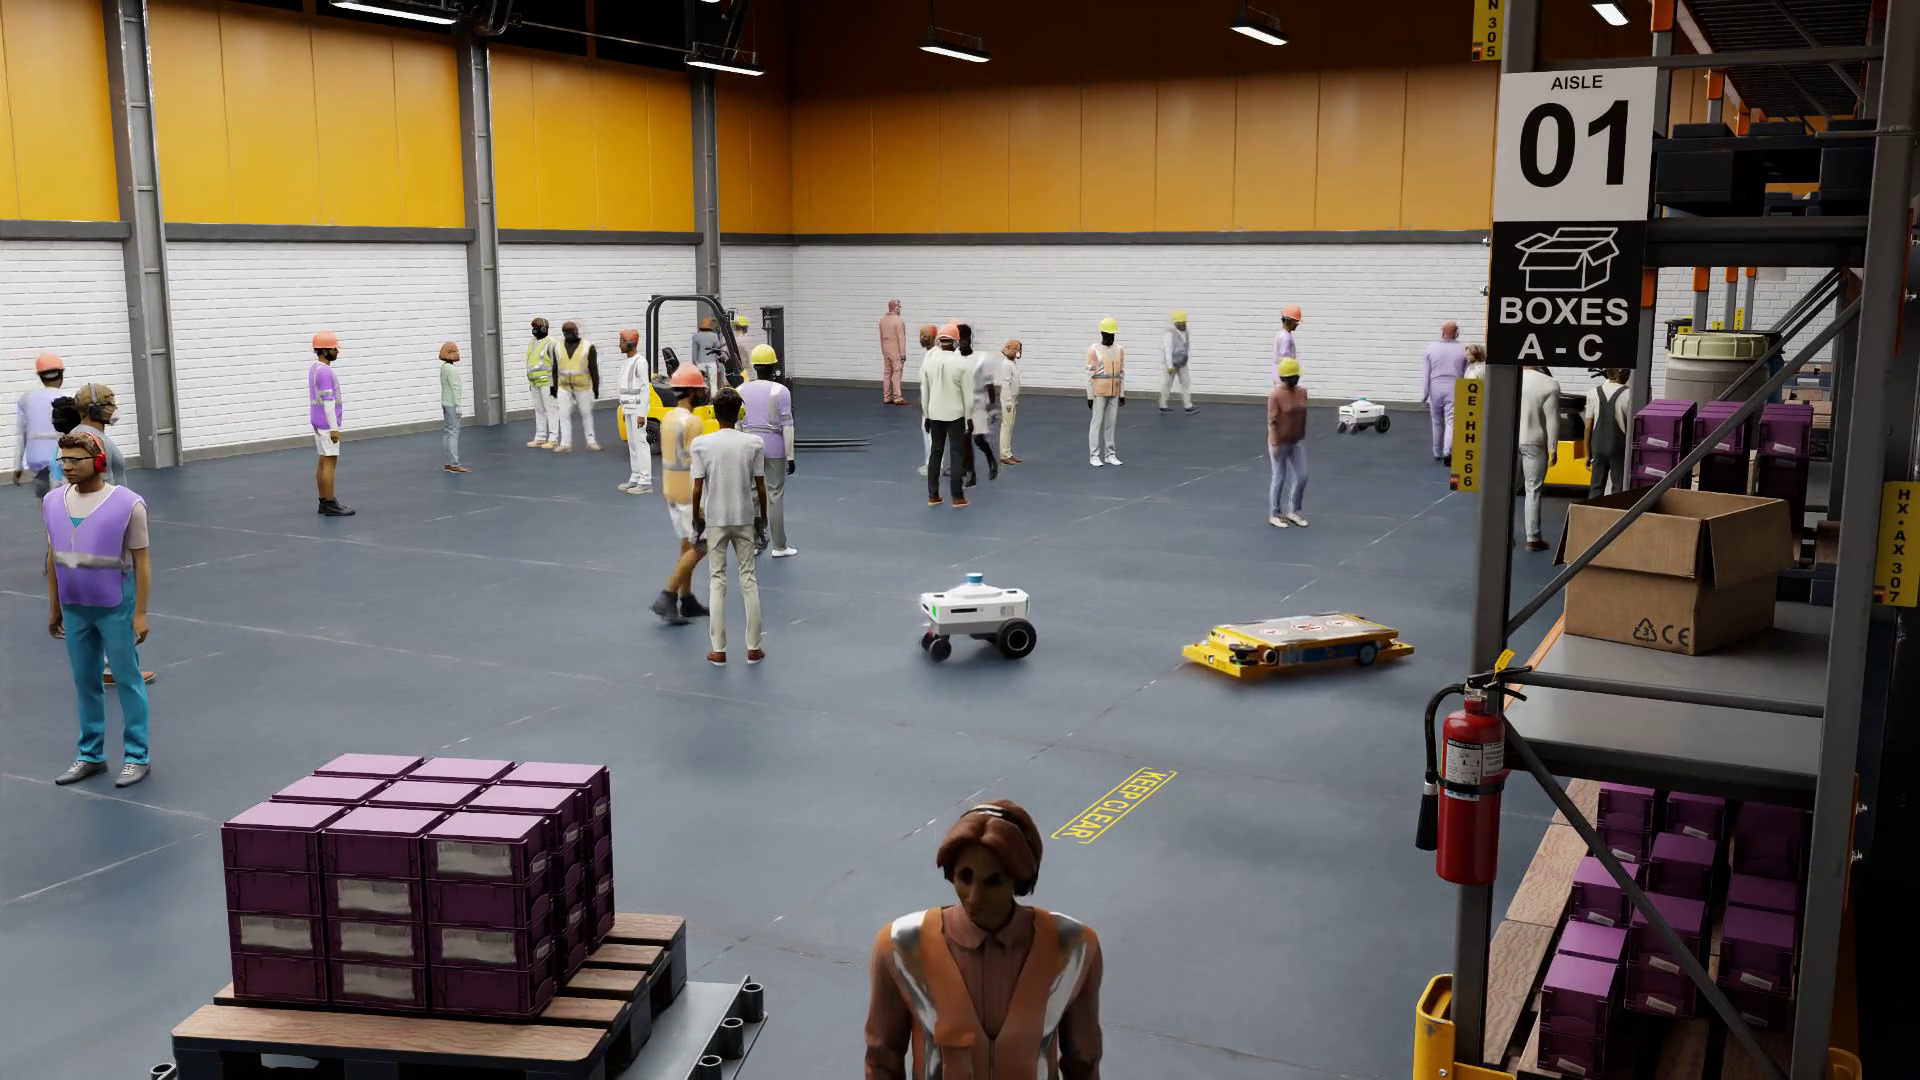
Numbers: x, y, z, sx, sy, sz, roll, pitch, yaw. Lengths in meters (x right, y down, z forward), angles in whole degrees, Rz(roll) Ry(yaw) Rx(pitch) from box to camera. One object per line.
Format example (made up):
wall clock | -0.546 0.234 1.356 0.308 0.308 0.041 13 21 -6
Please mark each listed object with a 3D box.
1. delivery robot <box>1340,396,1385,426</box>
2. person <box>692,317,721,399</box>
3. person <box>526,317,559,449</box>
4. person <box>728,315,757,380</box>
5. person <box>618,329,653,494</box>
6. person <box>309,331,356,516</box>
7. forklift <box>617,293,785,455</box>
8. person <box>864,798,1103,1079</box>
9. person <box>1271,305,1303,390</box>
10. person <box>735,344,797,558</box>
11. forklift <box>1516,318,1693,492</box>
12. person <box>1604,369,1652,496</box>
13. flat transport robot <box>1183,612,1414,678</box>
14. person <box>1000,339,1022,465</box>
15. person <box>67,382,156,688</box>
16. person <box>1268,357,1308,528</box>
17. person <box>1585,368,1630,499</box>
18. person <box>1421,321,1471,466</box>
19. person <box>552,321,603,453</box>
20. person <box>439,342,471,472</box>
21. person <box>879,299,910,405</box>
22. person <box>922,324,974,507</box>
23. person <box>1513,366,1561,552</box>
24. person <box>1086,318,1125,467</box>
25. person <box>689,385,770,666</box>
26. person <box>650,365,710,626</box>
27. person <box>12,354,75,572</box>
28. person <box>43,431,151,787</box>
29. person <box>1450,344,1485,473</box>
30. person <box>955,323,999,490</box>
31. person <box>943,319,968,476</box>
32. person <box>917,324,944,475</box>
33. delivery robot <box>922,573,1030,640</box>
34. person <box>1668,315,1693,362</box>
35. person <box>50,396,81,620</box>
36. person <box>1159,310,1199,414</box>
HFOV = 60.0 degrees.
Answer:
delivery robot | 6.136 -1.948 25.380 0.707 0.478 0.477 -6 12 -32
person | -4.407 -3.057 28.950 0.508 1.632 0.264 -1 10 -4
person | -5.883 -2.208 23.436 0.624 1.844 0.429 8 13 40
person | -3.444 -2.691 26.485 0.528 1.750 0.537 -8 12 -37
person | -3.725 -1.468 19.031 0.337 1.881 0.584 -6 11 -30
person | -6.604 -1.218 17.420 0.360 1.939 0.543 -6 12 -32
forklift | -3.588 -2.317 23.042 2.313 2.155 1.214 -1 10 -5
person | 0.050 1.333 3.524 0.513 1.637 0.313 -1 10 -5
person | 4.494 -2.208 22.886 0.409 2.031 0.609 1 10 6
person | -1.753 -0.798 15.013 0.587 1.930 0.355 4 11 22
forklift | 7.066 -1.601 18.899 2.313 2.155 1.214 5 11 27
person | 6.378 -0.933 15.864 0.643 1.910 0.399 -8 13 -39
flat transport robot | 2.284 0.690 11.195 1.431 0.197 0.652 -5 11 -26
person | 0.663 -1.797 21.653 0.278 1.633 0.498 2 10 12
person | -5.433 -0.033 10.560 0.372 1.940 0.631 -8 13 -39
person | 3.241 -0.958 16.521 0.556 1.718 0.514 -6 11 -29
person | 5.905 -0.761 15.063 0.346 1.841 0.506 -9 13 -43
person | 6.358 -1.916 21.687 0.660 1.868 0.973 4 10 20
person | -5.308 -2.110 22.997 0.666 1.810 0.565 1 10 4
person | -6.367 -1.666 20.890 0.280 1.636 0.500 -6 12 -32
person | -1.176 -3.398 30.138 0.409 1.908 0.647 -8 13 -39
person | -0.118 -1.350 18.068 0.616 1.986 0.407 5 11 26
person | 5.222 -0.863 15.373 0.635 1.936 0.353 8 13 40
person | 1.892 -1.905 21.464 0.584 1.919 0.388 -7 12 -34
person | -1.539 -0.092 11.107 0.534 1.868 0.309 -2 10 -12
person | -2.102 -0.323 12.370 0.621 1.913 0.593 -6 12 -33
person | -7.883 -0.682 14.515 0.637 1.854 1.041 -1 10 -6
person | -4.440 0.351 8.601 0.563 1.847 0.390 2 10 9
person | 6.340 -1.613 20.600 0.391 1.629 0.540 0 10 1
person | 0.151 -1.552 19.368 0.645 1.934 0.609 6 11 30
person | -0.029 -1.750 20.492 0.348 1.943 0.542 2 10 11
person | -0.338 -1.746 20.661 0.367 1.881 0.613 -2 10 -10
delivery robot | 0.104 0.471 11.375 0.707 0.478 0.477 -3 10 -14
person | 10.768 -2.414 24.646 0.403 1.835 0.588 -4 10 -20
person | -6.556 -0.222 12.354 0.540 1.696 0.315 8 13 39
person | 3.713 -3.005 28.250 0.597 1.772 0.904 -8 13 -39
